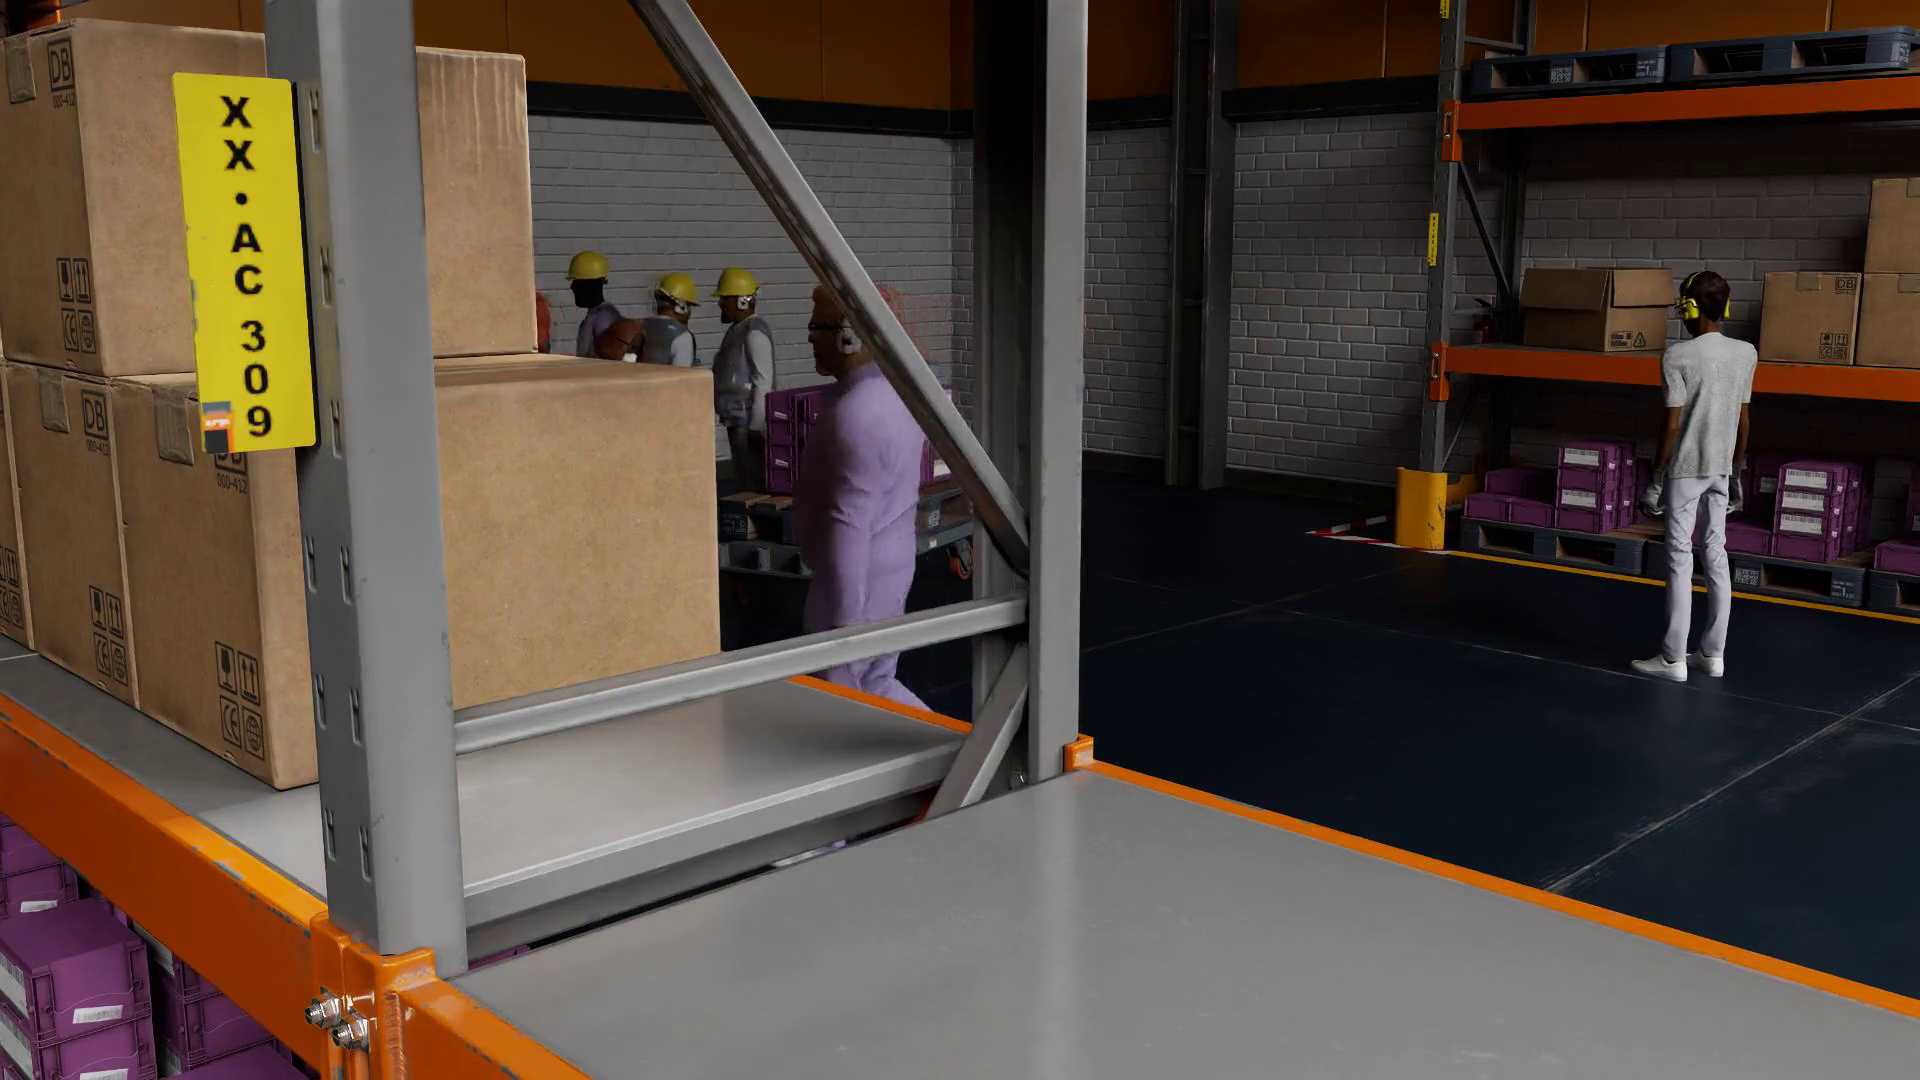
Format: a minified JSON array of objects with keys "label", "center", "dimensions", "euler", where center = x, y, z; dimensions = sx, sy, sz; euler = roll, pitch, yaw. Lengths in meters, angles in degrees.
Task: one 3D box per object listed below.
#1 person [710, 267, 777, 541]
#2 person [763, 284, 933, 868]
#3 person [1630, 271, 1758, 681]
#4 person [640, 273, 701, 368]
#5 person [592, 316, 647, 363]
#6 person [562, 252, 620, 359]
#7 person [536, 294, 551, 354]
[{"label":"person","center":[-1.335,-0.758,10.255],"dimensions":[0.404,1.827,0.600],"euler":[-4,11,-20]},{"label":"person","center":[-0.273,0.135,5.215],"dimensions":[0.726,1.887,0.654],"euler":[2,11,12]},{"label":"person","center":[3.341,-0.284,7.579],"dimensions":[0.514,1.865,0.329],"euler":[-3,11,-17]},{"label":"person","center":[-1.766,-0.743,10.271],"dimensions":[0.658,1.788,0.745],"euler":[10,14,44]},{"label":"person","center":[-1.761,-0.315,8.412],"dimensions":[0.538,1.606,0.350],"euler":[-3,11,-14]},{"label":"person","center":[-2.321,-0.874,10.696],"dimensions":[0.525,1.921,0.632],"euler":[-3,11,-18]},{"label":"person","center":[-1.273,0.196,4.929],"dimensions":[0.461,1.873,0.596],"euler":[9,14,40]}]
